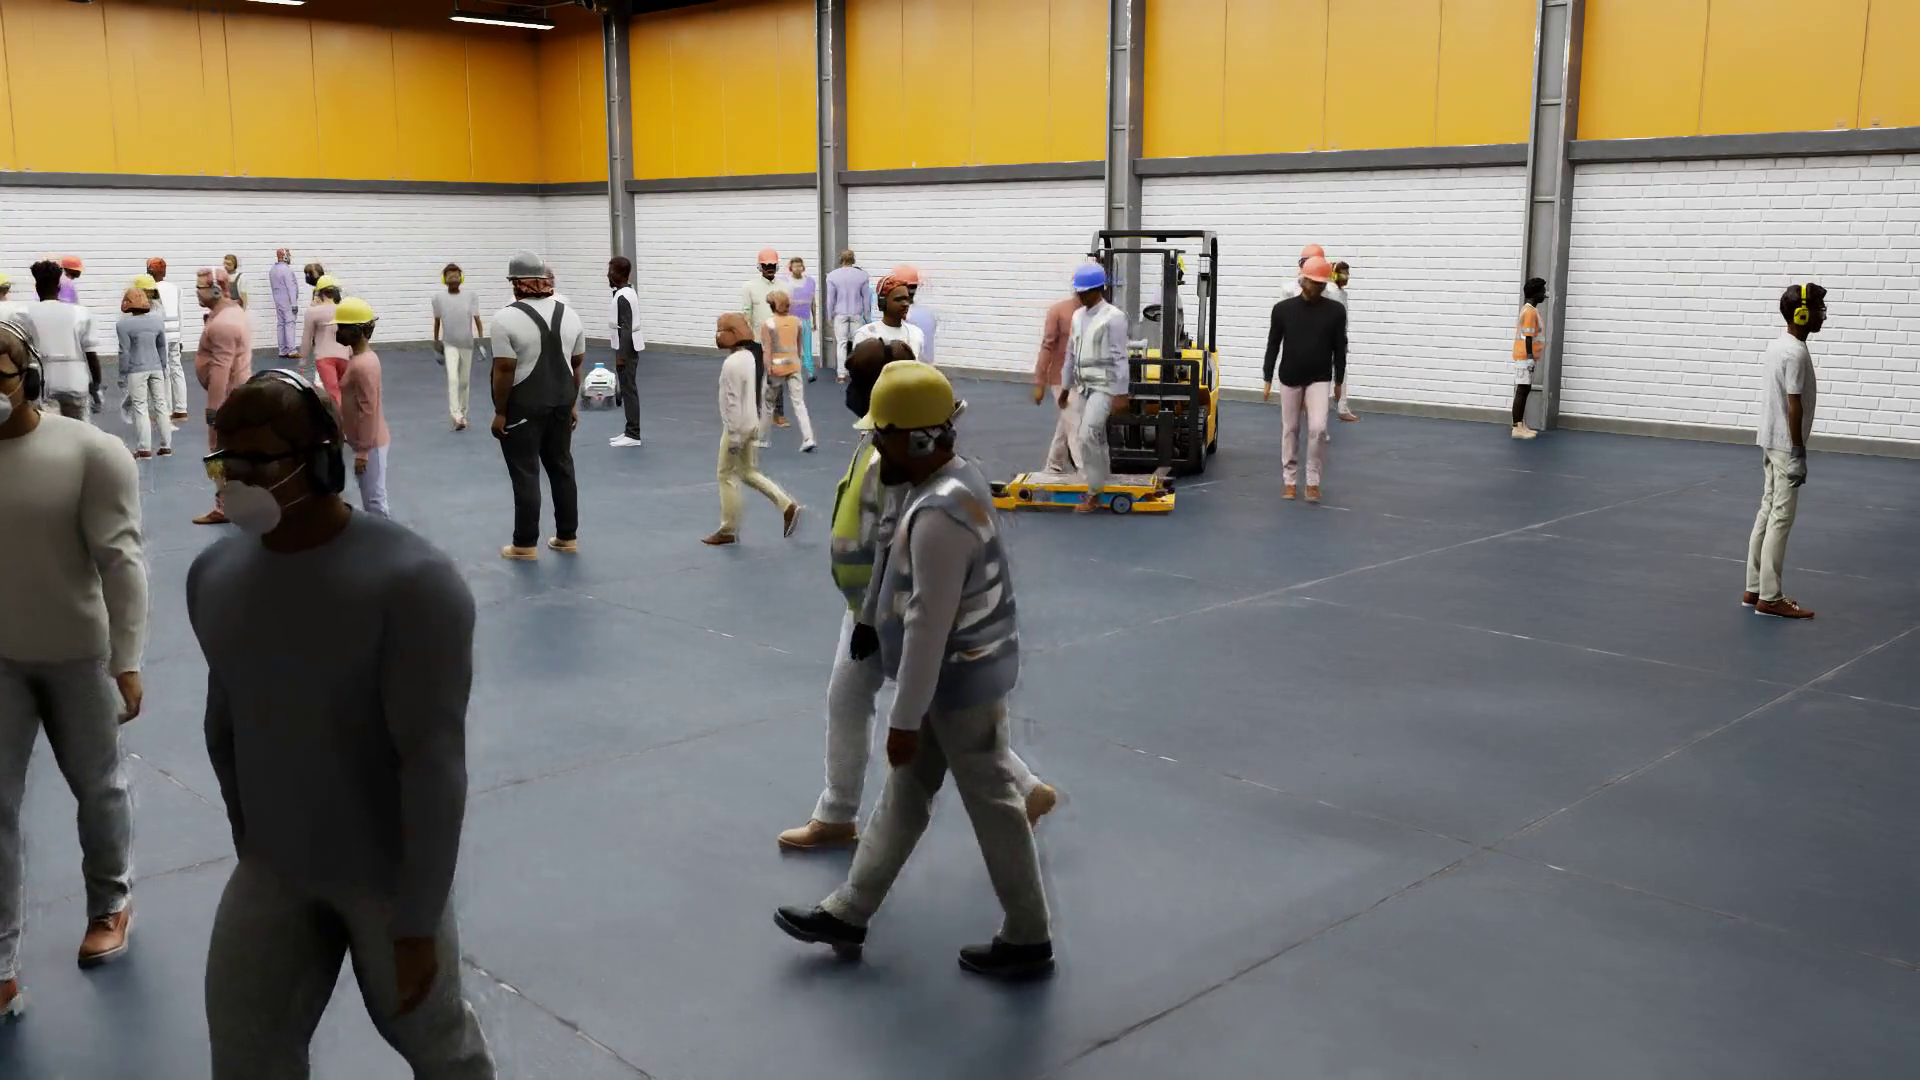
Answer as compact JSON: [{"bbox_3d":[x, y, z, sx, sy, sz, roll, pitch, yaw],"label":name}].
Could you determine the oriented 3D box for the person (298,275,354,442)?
[{"bbox_3d":[-6.551,-1.885,17.298,0.908,1.714,0.536,9,14,40],"label":"person"}]

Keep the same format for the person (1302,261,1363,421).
[{"bbox_3d":[4.299,-2.309,19.289,0.841,1.847,0.521,8,13,39],"label":"person"}]

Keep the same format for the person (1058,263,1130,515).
[{"bbox_3d":[0.988,-1.149,12.728,0.631,1.917,0.662,-6,12,-28],"label":"person"}]

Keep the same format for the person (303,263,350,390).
[{"bbox_3d":[-8.089,-2.634,21.242,0.929,1.775,0.638,-6,12,-28],"label":"person"}]

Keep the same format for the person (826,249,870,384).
[{"bbox_3d":[-1.610,-3.223,23.996,0.635,1.937,0.353,-2,11,-11],"label":"person"}]

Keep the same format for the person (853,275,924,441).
[{"bbox_3d":[-0.422,-0.726,10.539,0.356,1.883,0.574,9,14,40],"label":"person"}]

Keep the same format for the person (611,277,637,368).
[{"bbox_3d":[-5.409,-3.566,26.703,0.283,1.631,0.503,7,13,34],"label":"person"}]

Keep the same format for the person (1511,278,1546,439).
[{"bbox_3d":[5.991,-1.913,17.533,0.320,1.694,0.531,4,11,22],"label":"person"}]

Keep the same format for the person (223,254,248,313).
[{"bbox_3d":[-11.483,-3.588,26.258,0.519,1.832,0.466,3,11,15],"label":"person"}]

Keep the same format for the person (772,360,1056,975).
[{"bbox_3d":[-0.131,0.389,4.719,0.891,1.781,0.608,0,10,-1],"label":"person"}]

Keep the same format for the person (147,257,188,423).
[{"bbox_3d":[-9.086,-2.271,18.959,0.355,1.882,0.575,3,11,16],"label":"person"}]

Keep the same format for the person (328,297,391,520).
[{"bbox_3d":[-3.561,-0.556,9.928,0.309,1.769,0.523,-4,11,-20],"label":"person"}]

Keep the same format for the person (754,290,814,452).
[{"bbox_3d":[-1.739,-1.667,16.461,0.514,1.596,0.867,-8,13,-36],"label":"person"}]

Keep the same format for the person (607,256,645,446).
[{"bbox_3d":[-3.403,-1.916,16.921,0.391,1.922,0.593,-2,11,-10],"label":"person"}]

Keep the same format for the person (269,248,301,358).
[{"bbox_3d":[-11.702,-4.111,28.930,0.642,1.909,0.410,8,13,39],"label":"person"}]

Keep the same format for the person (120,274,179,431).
[{"bbox_3d":[-8.912,-2.047,18.186,0.672,1.720,0.485,5,12,27],"label":"person"}]

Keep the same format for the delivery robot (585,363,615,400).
[{"bbox_3d":[-4.434,-1.937,20.504,0.477,0.478,0.707,-2,10,-10],"label":"delivery robot"}]

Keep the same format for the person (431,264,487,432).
[{"bbox_3d":[-5.476,-2.095,18.193,0.511,1.816,0.992,-5,11,-25],"label":"person"}]

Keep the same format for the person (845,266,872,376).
[{"bbox_3d":[-1.552,-3.284,25.038,0.538,1.676,0.700,-5,11,-24],"label":"person"}]

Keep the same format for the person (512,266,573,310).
[{"bbox_3d":[-4.278,-1.875,16.986,0.668,1.816,0.582,-1,10,-3],"label":"person"}]

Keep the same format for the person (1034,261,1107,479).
[{"bbox_3d":[0.965,-1.241,13.241,0.654,1.914,1.038,-9,14,-39],"label":"person"}]

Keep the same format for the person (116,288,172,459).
[{"bbox_3d":[-7.824,-1.592,15.933,0.278,1.634,0.498,6,12,29],"label":"person"}]

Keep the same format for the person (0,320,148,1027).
[{"bbox_3d":[-2.565,0.361,4.565,0.646,1.899,0.938,-2,11,-13],"label":"person"}]

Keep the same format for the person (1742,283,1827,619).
[{"bbox_3d":[4.659,-0.501,9.346,0.324,1.871,0.526,2,11,11],"label":"person"}]

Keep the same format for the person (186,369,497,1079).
[{"bbox_3d":[-1.183,0.643,3.036,0.651,1.885,0.999,3,11,17],"label":"person"}]

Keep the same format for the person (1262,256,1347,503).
[{"bbox_3d":[2.739,-1.270,13.268,0.649,1.959,0.703,2,11,13],"label":"person"}]

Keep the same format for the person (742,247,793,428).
[{"bbox_3d":[-2.119,-2.239,18.475,0.612,1.996,0.389,-5,11,-25],"label":"person"}]

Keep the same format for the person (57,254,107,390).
[{"bbox_3d":[-12.288,-2.966,22.795,0.837,1.889,0.589,-7,12,-32],"label":"person"}]

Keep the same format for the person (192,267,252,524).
[{"bbox_3d":[-5.481,-1.064,12.333,0.474,1.896,0.700,-3,11,-16],"label":"person"}]

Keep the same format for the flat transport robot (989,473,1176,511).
[{"bbox_3d":[0.968,-0.386,13.076,1.431,0.197,0.652,2,11,8],"label":"flat transport robot"}]

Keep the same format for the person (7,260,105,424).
[{"bbox_3d":[-7.015,-1.183,12.875,0.625,1.931,0.813,-9,13,-39],"label":"person"}]

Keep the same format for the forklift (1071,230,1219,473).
[{"bbox_3d":[1.804,-1.825,15.677,1.214,2.155,2.313,2,11,13],"label":"forklift"}]

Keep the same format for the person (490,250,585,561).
[{"bbox_3d":[-2.848,-0.894,11.021,0.537,2.000,0.689,8,13,38],"label":"person"}]

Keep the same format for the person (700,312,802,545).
[{"bbox_3d":[-1.446,-0.755,11.399,0.645,1.614,0.516,2,11,10],"label":"person"}]

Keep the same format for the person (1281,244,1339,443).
[{"bbox_3d":[3.582,-2.003,17.060,0.608,2.044,0.372,5,11,24],"label":"person"}]

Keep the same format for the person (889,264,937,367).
[{"bbox_3d":[-0.454,-1.193,13.024,0.566,1.907,0.819,-10,15,-44],"label":"person"}]

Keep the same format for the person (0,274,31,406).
[{"bbox_3d":[-10.124,-1.935,17.515,0.682,1.744,0.541,0,10,0],"label":"person"}]

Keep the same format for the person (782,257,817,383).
[{"bbox_3d":[-2.331,-3.175,24.110,0.601,1.796,0.933,-3,11,-16],"label":"person"}]

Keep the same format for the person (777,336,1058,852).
[{"bbox_3d":[-0.137,0.204,5.701,0.915,1.810,0.619,-3,11,-15],"label":"person"}]

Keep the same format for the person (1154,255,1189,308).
[{"bbox_3d":[2.328,-2.195,18.425,0.370,1.927,0.588,-1,10,-5],"label":"person"}]
